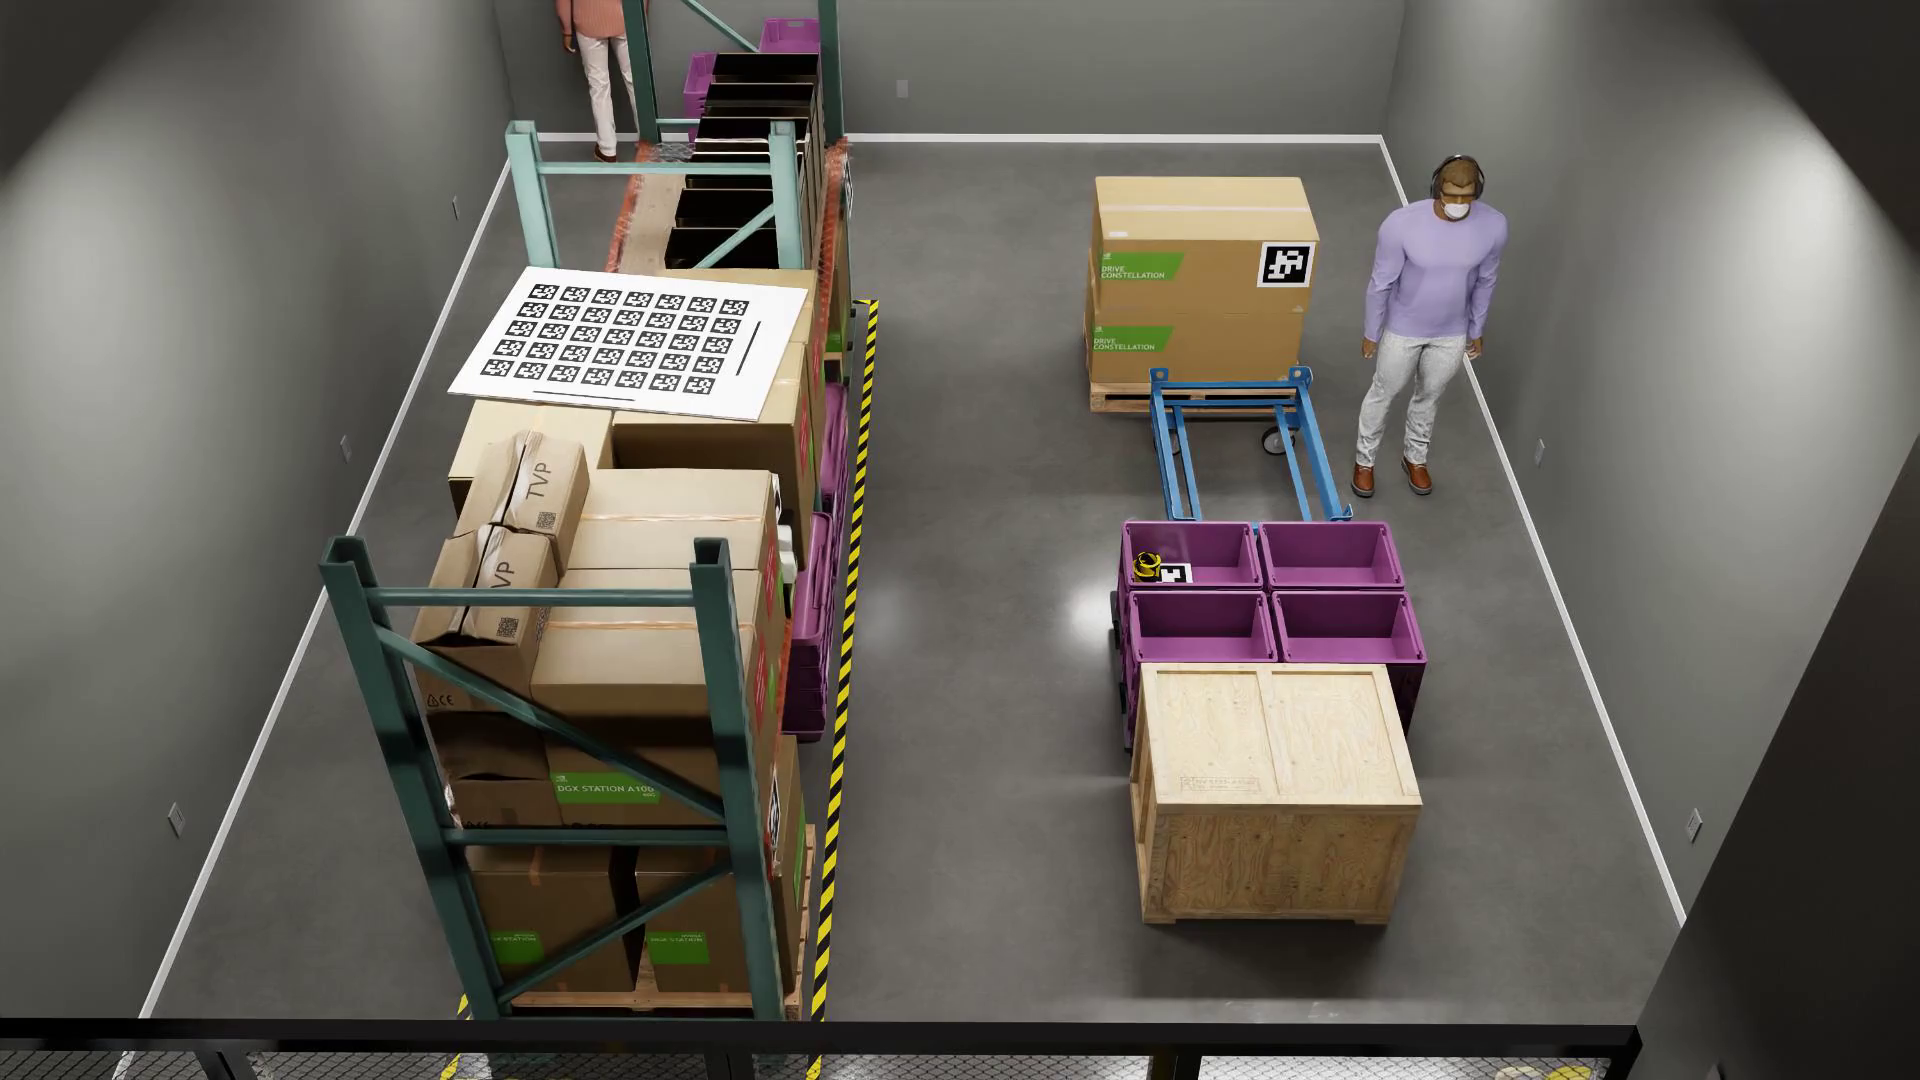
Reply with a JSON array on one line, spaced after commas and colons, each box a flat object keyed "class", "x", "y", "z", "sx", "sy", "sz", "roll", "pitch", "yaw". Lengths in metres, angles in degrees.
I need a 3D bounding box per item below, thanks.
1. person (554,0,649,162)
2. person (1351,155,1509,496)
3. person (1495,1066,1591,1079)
[{"class": "person", "x": -2.353, "y": -3.427, "z": 10.980, "sx": 0.612, "sy": 1.994, "sz": 0.394, "roll": -15, "pitch": 43, "yaw": -16}, {"class": "person", "x": 2.323, "y": -1.055, "z": 8.317, "sx": 0.637, "sy": 1.938, "sz": 0.355, "roll": -1, "pitch": 41, "yaw": -2}, {"class": "person", "x": 1.610, "y": 2.071, "z": 4.830, "sx": 0.404, "sy": 1.831, "sz": 0.601, "roll": 5, "pitch": 41, "yaw": 5}]
